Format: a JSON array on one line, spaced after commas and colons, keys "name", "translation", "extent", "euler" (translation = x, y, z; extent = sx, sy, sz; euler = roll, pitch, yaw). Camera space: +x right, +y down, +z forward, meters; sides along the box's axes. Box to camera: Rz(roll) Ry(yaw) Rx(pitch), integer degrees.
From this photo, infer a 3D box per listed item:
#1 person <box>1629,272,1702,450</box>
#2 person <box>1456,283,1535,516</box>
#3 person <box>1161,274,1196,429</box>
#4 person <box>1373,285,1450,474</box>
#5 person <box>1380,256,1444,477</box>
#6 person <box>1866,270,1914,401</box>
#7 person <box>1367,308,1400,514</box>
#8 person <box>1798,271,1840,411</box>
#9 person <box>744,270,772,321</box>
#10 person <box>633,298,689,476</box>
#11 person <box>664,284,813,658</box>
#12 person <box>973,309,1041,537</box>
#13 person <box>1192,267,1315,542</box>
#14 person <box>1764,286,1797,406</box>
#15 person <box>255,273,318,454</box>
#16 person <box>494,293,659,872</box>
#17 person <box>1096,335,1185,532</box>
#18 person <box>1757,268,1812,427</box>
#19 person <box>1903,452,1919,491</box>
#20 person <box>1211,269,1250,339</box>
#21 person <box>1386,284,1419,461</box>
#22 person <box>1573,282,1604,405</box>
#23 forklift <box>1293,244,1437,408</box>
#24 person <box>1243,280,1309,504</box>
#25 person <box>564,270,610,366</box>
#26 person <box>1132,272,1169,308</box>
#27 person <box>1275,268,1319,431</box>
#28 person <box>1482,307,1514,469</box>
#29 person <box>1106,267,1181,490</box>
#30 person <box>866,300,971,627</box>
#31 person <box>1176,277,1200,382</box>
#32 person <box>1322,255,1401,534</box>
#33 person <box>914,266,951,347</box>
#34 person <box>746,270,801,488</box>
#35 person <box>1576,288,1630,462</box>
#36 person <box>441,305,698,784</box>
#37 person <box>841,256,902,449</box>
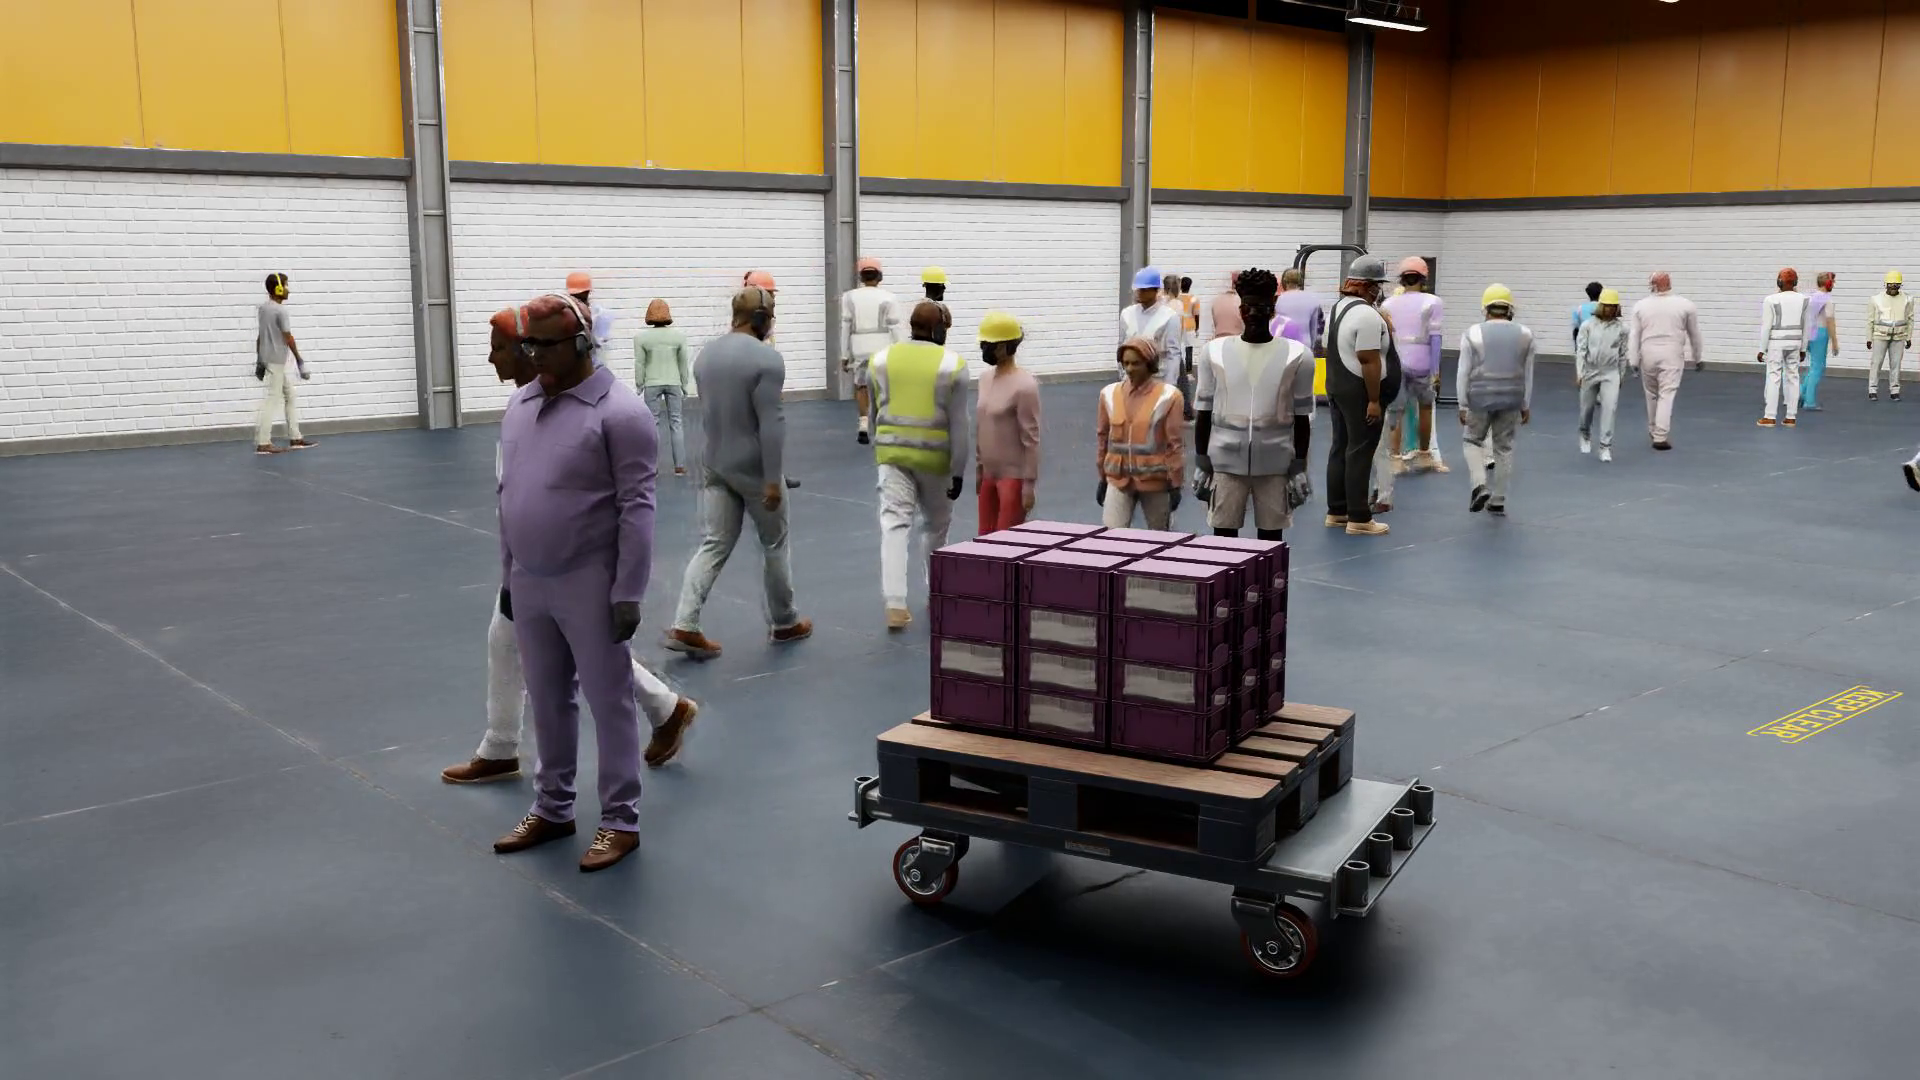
[{"name": "person", "translation": [7.441, -1.895, 17.599], "extent": [0.664, 1.846, 0.969], "euler": [6, 12, 33]}, {"name": "person", "translation": [4.149, -1.079, 12.929], "extent": [0.597, 1.818, 0.419], "euler": [1, 10, 4]}, {"name": "person", "translation": [2.513, -2.180, 19.388], "extent": [0.879, 1.804, 0.532], "euler": [-7, 12, -35]}, {"name": "person", "translation": [4.261, -1.551, 15.740], "extent": [0.628, 1.802, 0.931], "euler": [-3, 10, -18]}, {"name": "person", "translation": [4.217, -1.612, 15.436], "extent": [0.629, 2.011, 0.861], "euler": [6, 12, 33]}, {"name": "person", "translation": [13.003, -2.850, 23.274], "extent": [0.592, 1.825, 0.403], "euler": [3, 10, 16]}, {"name": "person", "translation": [3.268, -1.010, 13.102], "extent": [0.356, 1.620, 0.515], "euler": [-3, 10, -17]}, {"name": "person", "translation": [11.173, -2.577, 21.658], "extent": [0.446, 1.828, 0.566], "euler": [0, 10, 0]}, {"name": "person", "translation": [-2.614, -2.500, 21.164], "extent": [0.429, 1.844, 0.624], "euler": [-5, 11, -28]}, {"name": "person", "translation": [-2.743, -1.398, 15.305], "extent": [0.500, 1.636, 0.284], "euler": [-3, 10, -19]}, {"name": "person", "translation": [-1.147, -0.348, 8.436], "extent": [0.644, 1.894, 0.903], "euler": [7, 12, 36]}, {"name": "person", "translation": [0.266, -0.337, 8.789], "extent": [0.447, 1.771, 0.531], "euler": [-6, 11, -30]}, {"name": "person", "translation": [1.473, -0.386, 8.415], "extent": [0.603, 1.966, 0.368], "euler": [2, 10, 12]}, {"name": "person", "translation": [11.158, -2.636, 22.549], "extent": [0.311, 1.639, 0.513], "euler": [-9, 13, -41]}, {"name": "person", "translation": [-6.959, -1.818, 17.182], "extent": [0.831, 1.841, 0.526], "euler": [-9, 13, -42]}, {"name": "person", "translation": [-1.306, 0.138, 5.537], "extent": [0.640, 1.904, 0.409], "euler": [6, 11, 30]}, {"name": "person", "translation": [1.011, -0.320, 9.097], "extent": [0.523, 1.609, 0.750], "euler": [5, 11, 27]}, {"name": "person", "translation": [9.764, -2.276, 19.727], "extent": [0.573, 1.883, 0.356], "euler": [0, 10, -1]}, {"name": "person", "translation": [8.262, -1.183, 13.746], "extent": [0.607, 1.735, 0.556], "euler": [-3, 10, -15]}, {"name": "person", "translation": [3.016, -1.960, 17.882], "extent": [0.679, 1.885, 0.649], "euler": [-8, 13, -40]}, {"name": "person", "translation": [4.335, -1.627, 16.317], "extent": [0.537, 1.742, 0.676], "euler": [7, 12, 35]}, {"name": "person", "translation": [8.495, -2.620, 22.326], "extent": [0.544, 1.679, 0.453], "euler": [7, 12, 37]}, {"name": "forklift", "translation": [5.256, -2.933, 22.661], "extent": [2.313, 2.155, 1.214], "euler": [3, 10, 16]}, {"name": "person", "translation": [2.487, -1.171, 13.243], "extent": [0.982, 1.897, 0.555], "euler": [-9, 13, -43]}, {"name": "person", "translation": [-3.541, -1.556, 15.492], "extent": [0.579, 1.896, 0.694], "euler": [2, 10, 12]}, {"name": "person", "translation": [1.730, -1.562, 15.531], "extent": [0.433, 1.890, 0.636], "euler": [-4, 11, -24]}, {"name": "person", "translation": [3.825, -2.173, 19.105], "extent": [0.639, 1.902, 0.999], "euler": [-2, 10, -10]}, {"name": "person", "translation": [5.155, -1.489, 15.979], "extent": [0.526, 1.583, 0.895], "euler": [1, 10, 7]}, {"name": "person", "translation": [1.546, -1.359, 14.229], "extent": [0.646, 1.918, 0.828], "euler": [7, 12, 34]}, {"name": "person", "translation": [-0.223, -0.429, 9.243], "extent": [0.613, 1.783, 0.981], "euler": [2, 10, 13]}, {"name": "person", "translation": [3.627, -3.402, 26.888], "extent": [0.525, 1.689, 0.320], "euler": [4, 10, 20]}, {"name": "person", "translation": [2.965, -1.072, 12.214], "extent": [0.537, 2.000, 0.689], "euler": [-2, 10, -12]}, {"name": "person", "translation": [-0.284, -1.762, 16.586], "extent": [0.385, 1.925, 0.591], "euler": [-3, 10, -15]}, {"name": "person", "translation": [-1.806, -1.362, 14.299], "extent": [0.793, 1.912, 0.549], "euler": [-3, 10, -16]}, {"name": "person", "translation": [6.437, -1.674, 16.695], "extent": [0.483, 1.710, 0.795], "euler": [3, 10, 17]}, {"name": "person", "translation": [-1.523, 0.019, 6.411], "extent": [0.933, 1.852, 0.590], "euler": [-4, 10, -20]}, {"name": "person", "translation": [-0.912, -1.960, 17.456], "extent": [0.641, 2.019, 0.443], "euler": [2, 10, 11]}]
